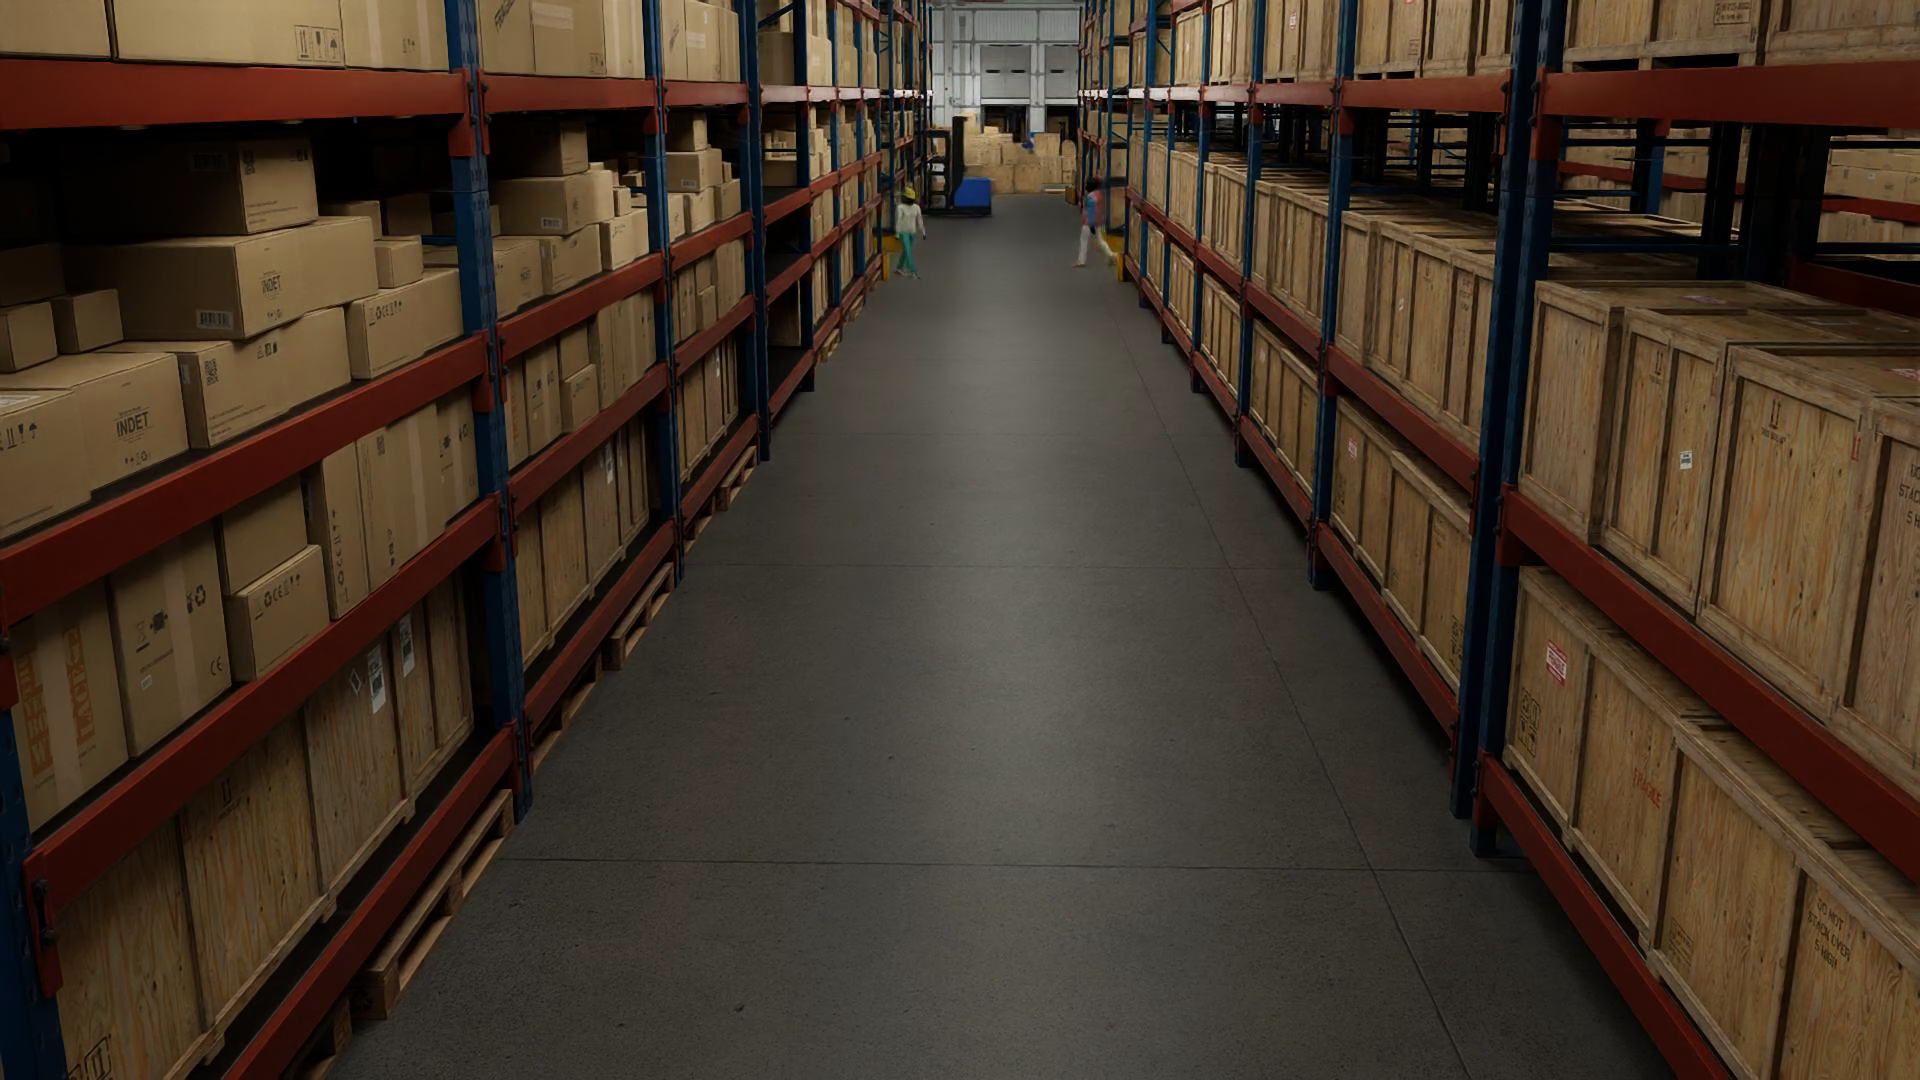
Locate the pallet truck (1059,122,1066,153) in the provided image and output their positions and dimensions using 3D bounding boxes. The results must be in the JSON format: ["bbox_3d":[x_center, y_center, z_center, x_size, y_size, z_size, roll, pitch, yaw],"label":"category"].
[{"bbox_3d":[5.788,-21.111,88.014,1.885,1.965,0.823,5,16,18],"label":"pallet truck"}]

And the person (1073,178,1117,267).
[{"bbox_3d":[2.753,-6.429,33.751,0.857,1.819,0.614,8,17,28],"label":"person"}]

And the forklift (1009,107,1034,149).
[{"bbox_3d":[2.728,-19.831,81.578,1.873,2.768,1.129,8,17,27],"label":"forklift"}]

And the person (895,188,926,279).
[{"bbox_3d":[-1.014,-5.898,31.972,0.536,1.710,0.944,-11,19,-35],"label":"person"}]

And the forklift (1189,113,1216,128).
[{"bbox_3d":[7.987,-12.769,55.302,1.129,2.768,1.873,0,15,1],"label":"forklift"}]

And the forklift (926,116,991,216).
[{"bbox_3d":[-0.035,-10.751,47.793,1.873,2.768,1.129,0,15,2],"label":"forklift"}]

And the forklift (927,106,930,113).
[{"bbox_3d":[-2.001,-20.667,84.687,1.129,2.768,1.873,0,15,2],"label":"forklift"}]
